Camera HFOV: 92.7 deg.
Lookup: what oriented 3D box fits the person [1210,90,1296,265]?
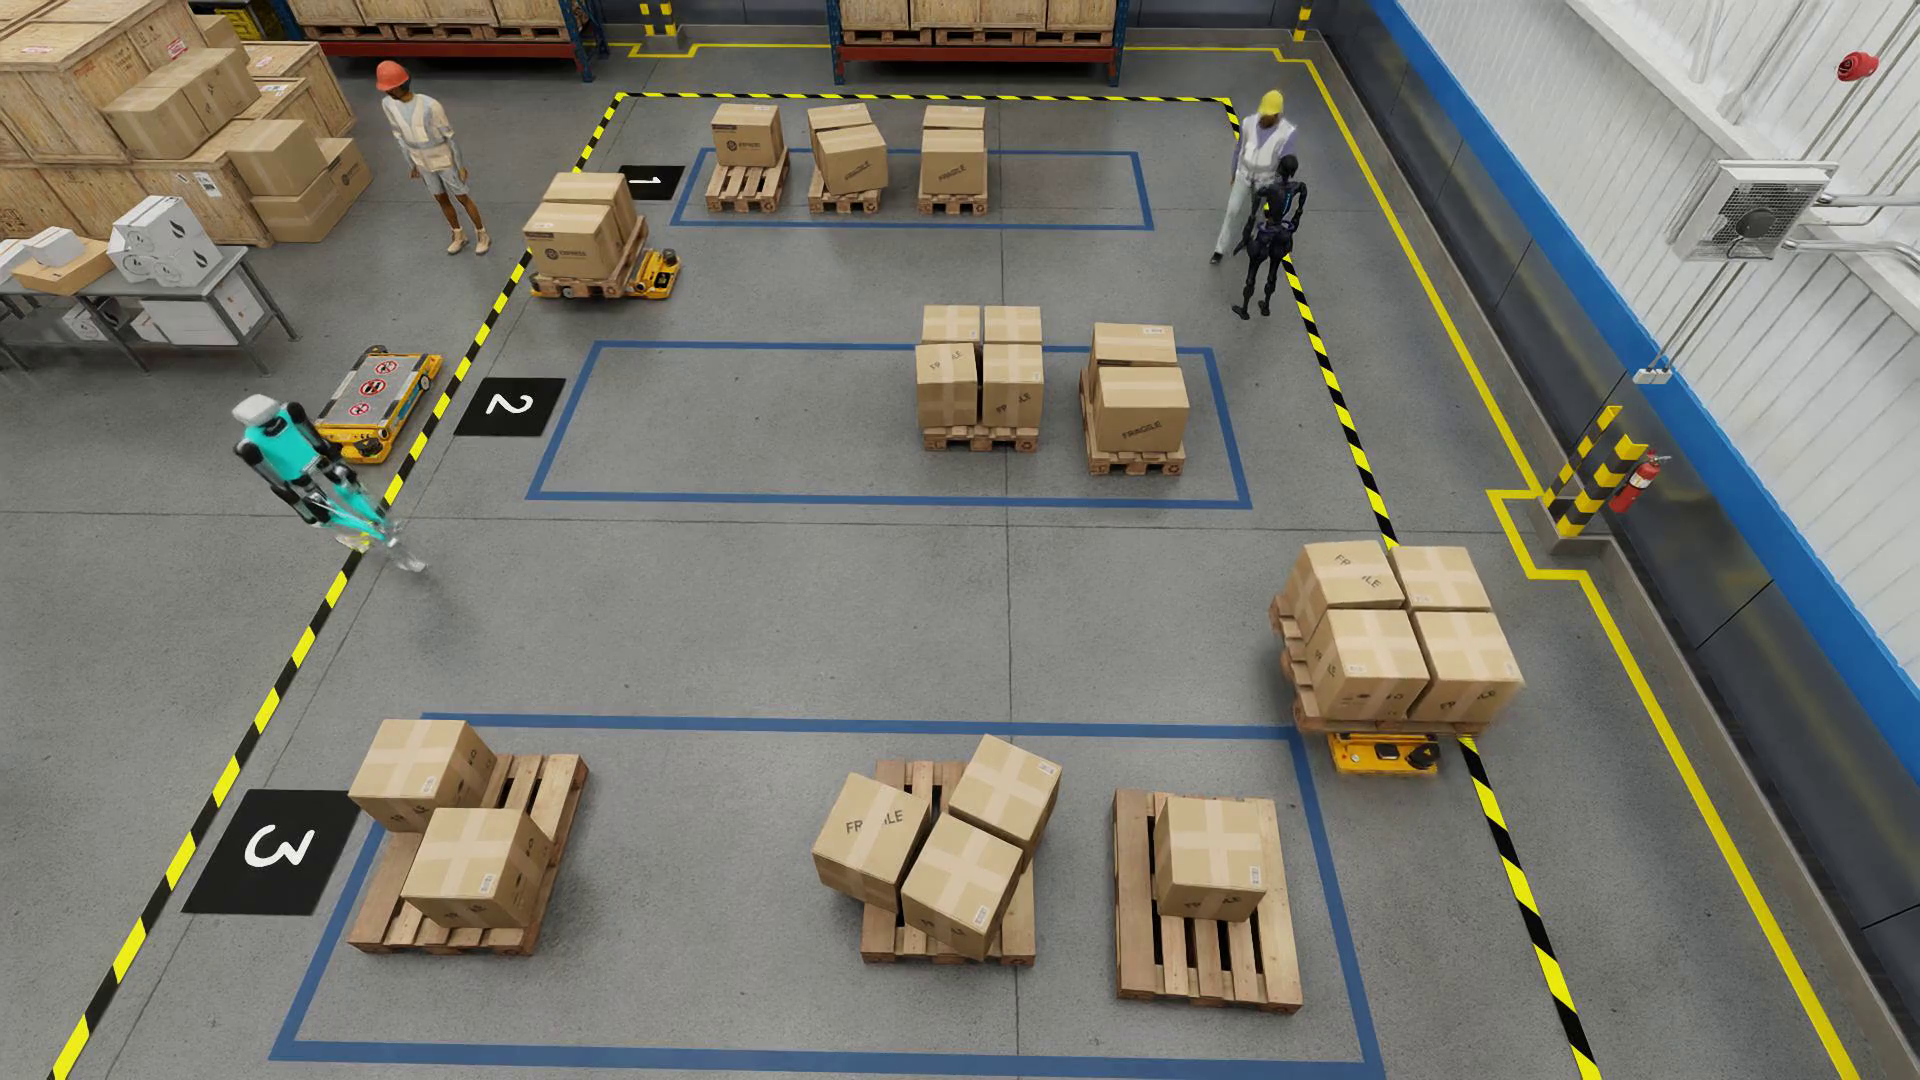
[{"bbox_3d":[3.052,-3.731,9.534,0.592,1.779,0.939,21,53,17],"label":"person"}]

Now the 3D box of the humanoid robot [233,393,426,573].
[{"bbox_3d":[-4.471,-0.313,6.656,1.008,1.721,0.535,11,51,9],"label":"humanoid robot"}]

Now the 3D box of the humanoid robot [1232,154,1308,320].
[{"bbox_3d":[3.000,-2.925,8.910,0.599,1.657,0.315,-8,50,-7],"label":"humanoid robot"}]

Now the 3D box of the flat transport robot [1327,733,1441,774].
[{"bbox_3d":[2.866,0.963,6.534,0.652,0.197,1.431,1,50,1],"label":"flat transport robot"}]

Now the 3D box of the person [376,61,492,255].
[{"bbox_3d":[-5.468,-3.913,9.521,0.613,2.036,0.387,3,50,2],"label":"person"}]

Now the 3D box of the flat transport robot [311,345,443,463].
[{"bbox_3d":[-5.383,-1.269,8.441,0.659,0.231,1.431,1,50,1],"label":"flat transport robot"}]

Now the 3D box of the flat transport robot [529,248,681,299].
[{"bbox_3d":[-3.774,-2.855,9.765,1.431,0.197,0.652,1,50,1],"label":"flat transport robot"}]
